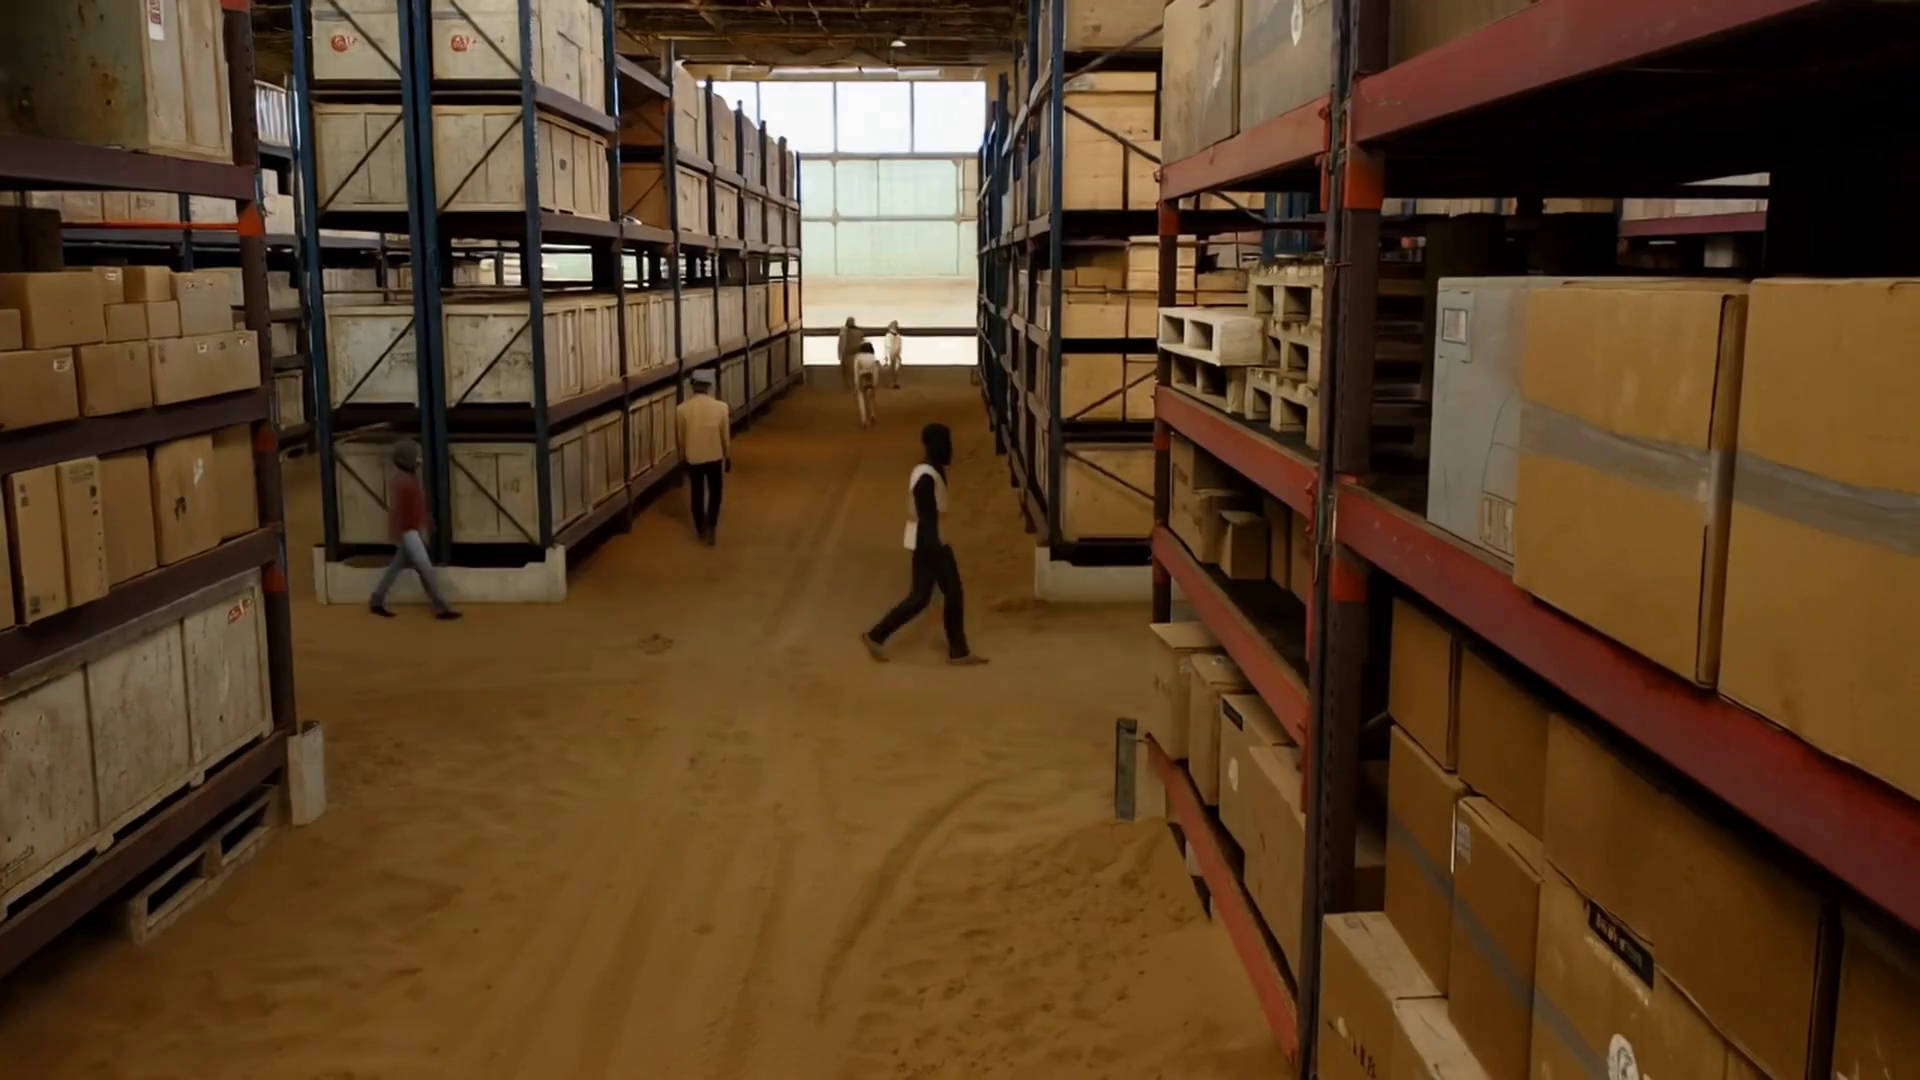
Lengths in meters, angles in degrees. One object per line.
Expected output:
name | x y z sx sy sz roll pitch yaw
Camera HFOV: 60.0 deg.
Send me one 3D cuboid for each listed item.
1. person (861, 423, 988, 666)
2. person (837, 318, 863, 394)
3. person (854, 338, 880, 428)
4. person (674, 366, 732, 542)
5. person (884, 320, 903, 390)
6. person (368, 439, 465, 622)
person | -0.276 0.045 12.635 0.897 1.888 0.592 2 9 11
person | -2.672 -4.471 40.427 0.641 1.846 1.046 -1 9 -7
person | -1.773 -2.977 31.656 0.489 1.720 0.729 -1 9 -3
person | -2.825 -0.920 18.255 0.632 1.976 0.695 0 9 -2
person | -1.657 -4.630 41.721 0.362 1.742 0.598 9 13 43
person | -4.741 -0.081 14.309 0.850 1.591 0.514 0 9 -2
